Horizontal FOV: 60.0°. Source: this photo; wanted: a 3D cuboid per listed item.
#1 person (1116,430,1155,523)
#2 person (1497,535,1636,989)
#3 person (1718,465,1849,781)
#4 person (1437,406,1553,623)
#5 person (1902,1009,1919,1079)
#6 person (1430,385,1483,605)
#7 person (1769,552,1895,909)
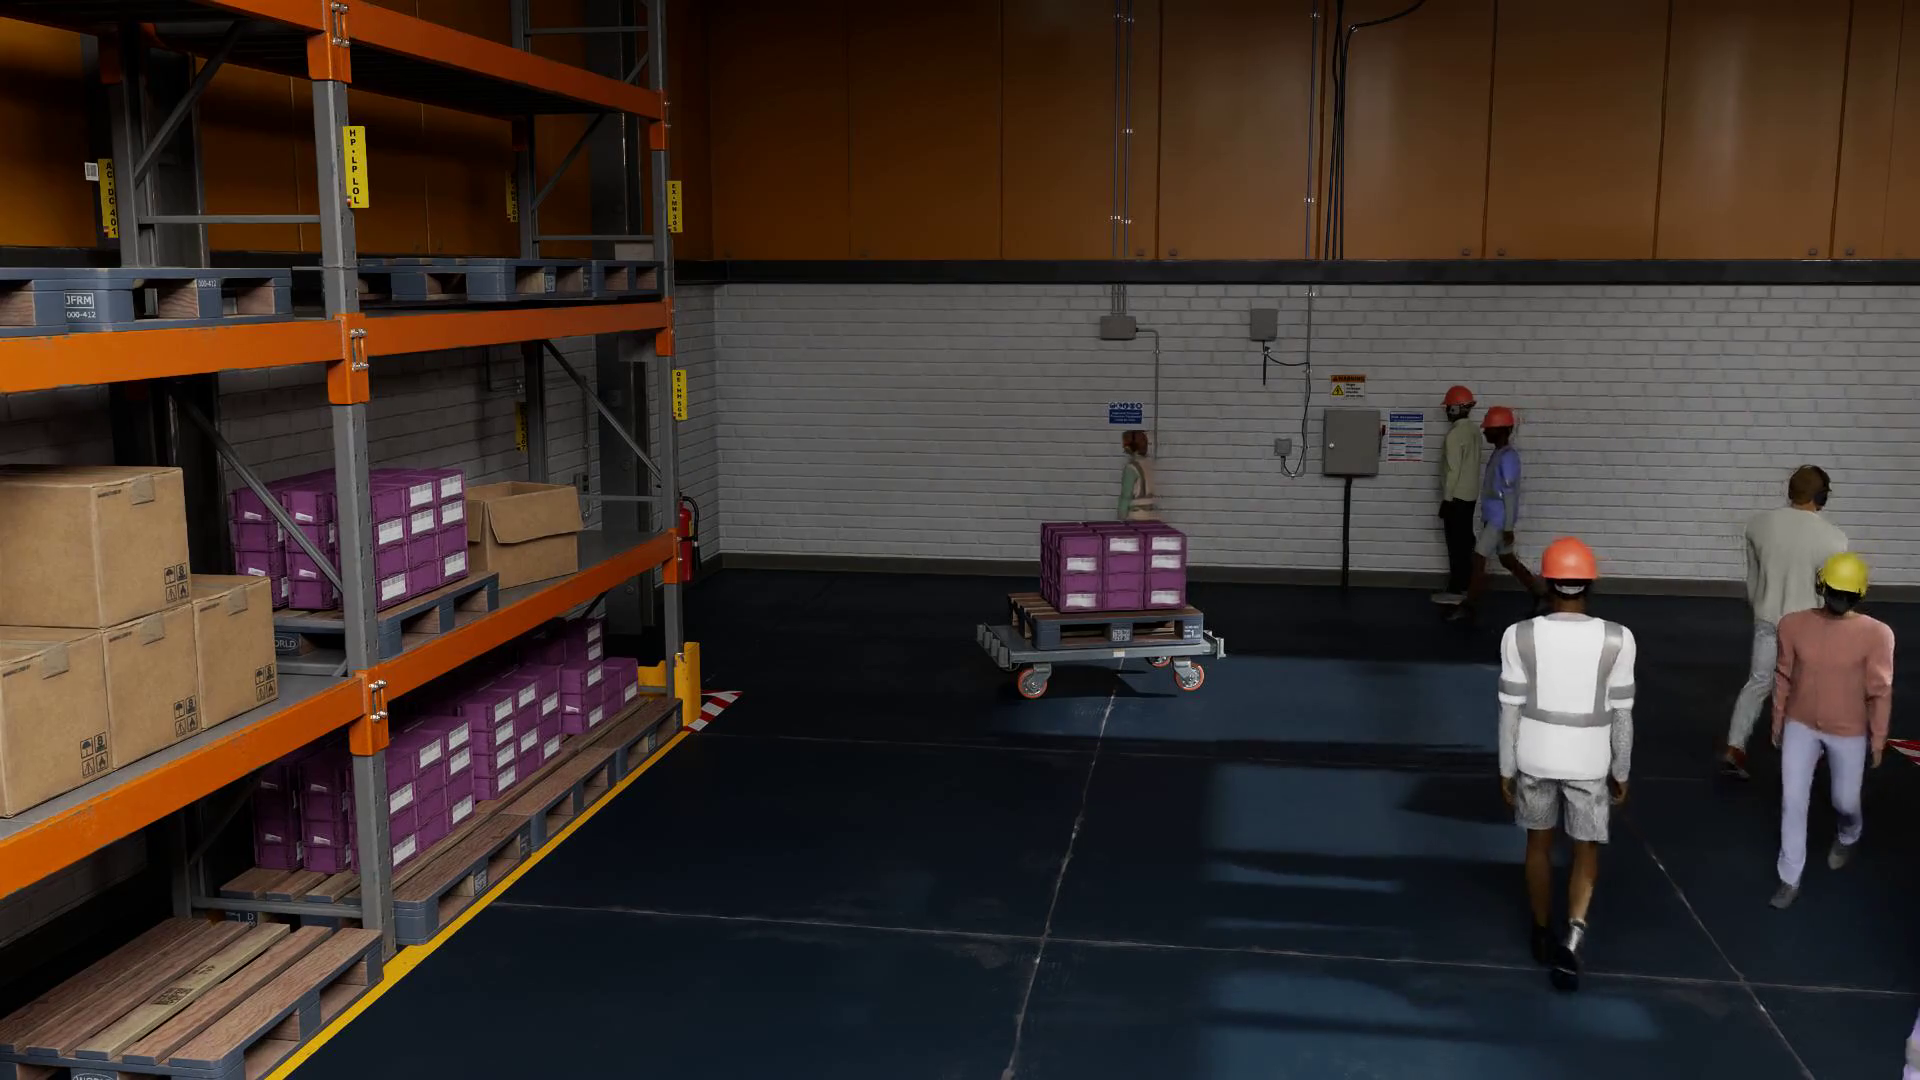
[{"bbox_3d":[1.497,-0.183,14.921,0.615,1.617,0.541,4,10,25],"label":"person"},{"bbox_3d":[2.555,0.941,7.058,0.560,1.922,0.723,3,10,20],"label":"person"},{"bbox_3d":[4.913,0.496,9.888,0.944,1.905,0.629,-7,12,-37],"label":"person"},{"bbox_3d":[4.659,-0.203,14.207,0.966,1.900,0.558,2,9,13],"label":"person"},{"bbox_3d":[2.447,1.472,3.805,0.622,1.909,0.458,1,9,4],"label":"person"},{"bbox_3d":[4.531,-0.411,15.172,0.396,1.992,0.623,7,12,38],"label":"person"},{"bbox_3d":[4.208,0.883,8.023,0.537,1.727,0.741,8,12,39],"label":"person"}]
